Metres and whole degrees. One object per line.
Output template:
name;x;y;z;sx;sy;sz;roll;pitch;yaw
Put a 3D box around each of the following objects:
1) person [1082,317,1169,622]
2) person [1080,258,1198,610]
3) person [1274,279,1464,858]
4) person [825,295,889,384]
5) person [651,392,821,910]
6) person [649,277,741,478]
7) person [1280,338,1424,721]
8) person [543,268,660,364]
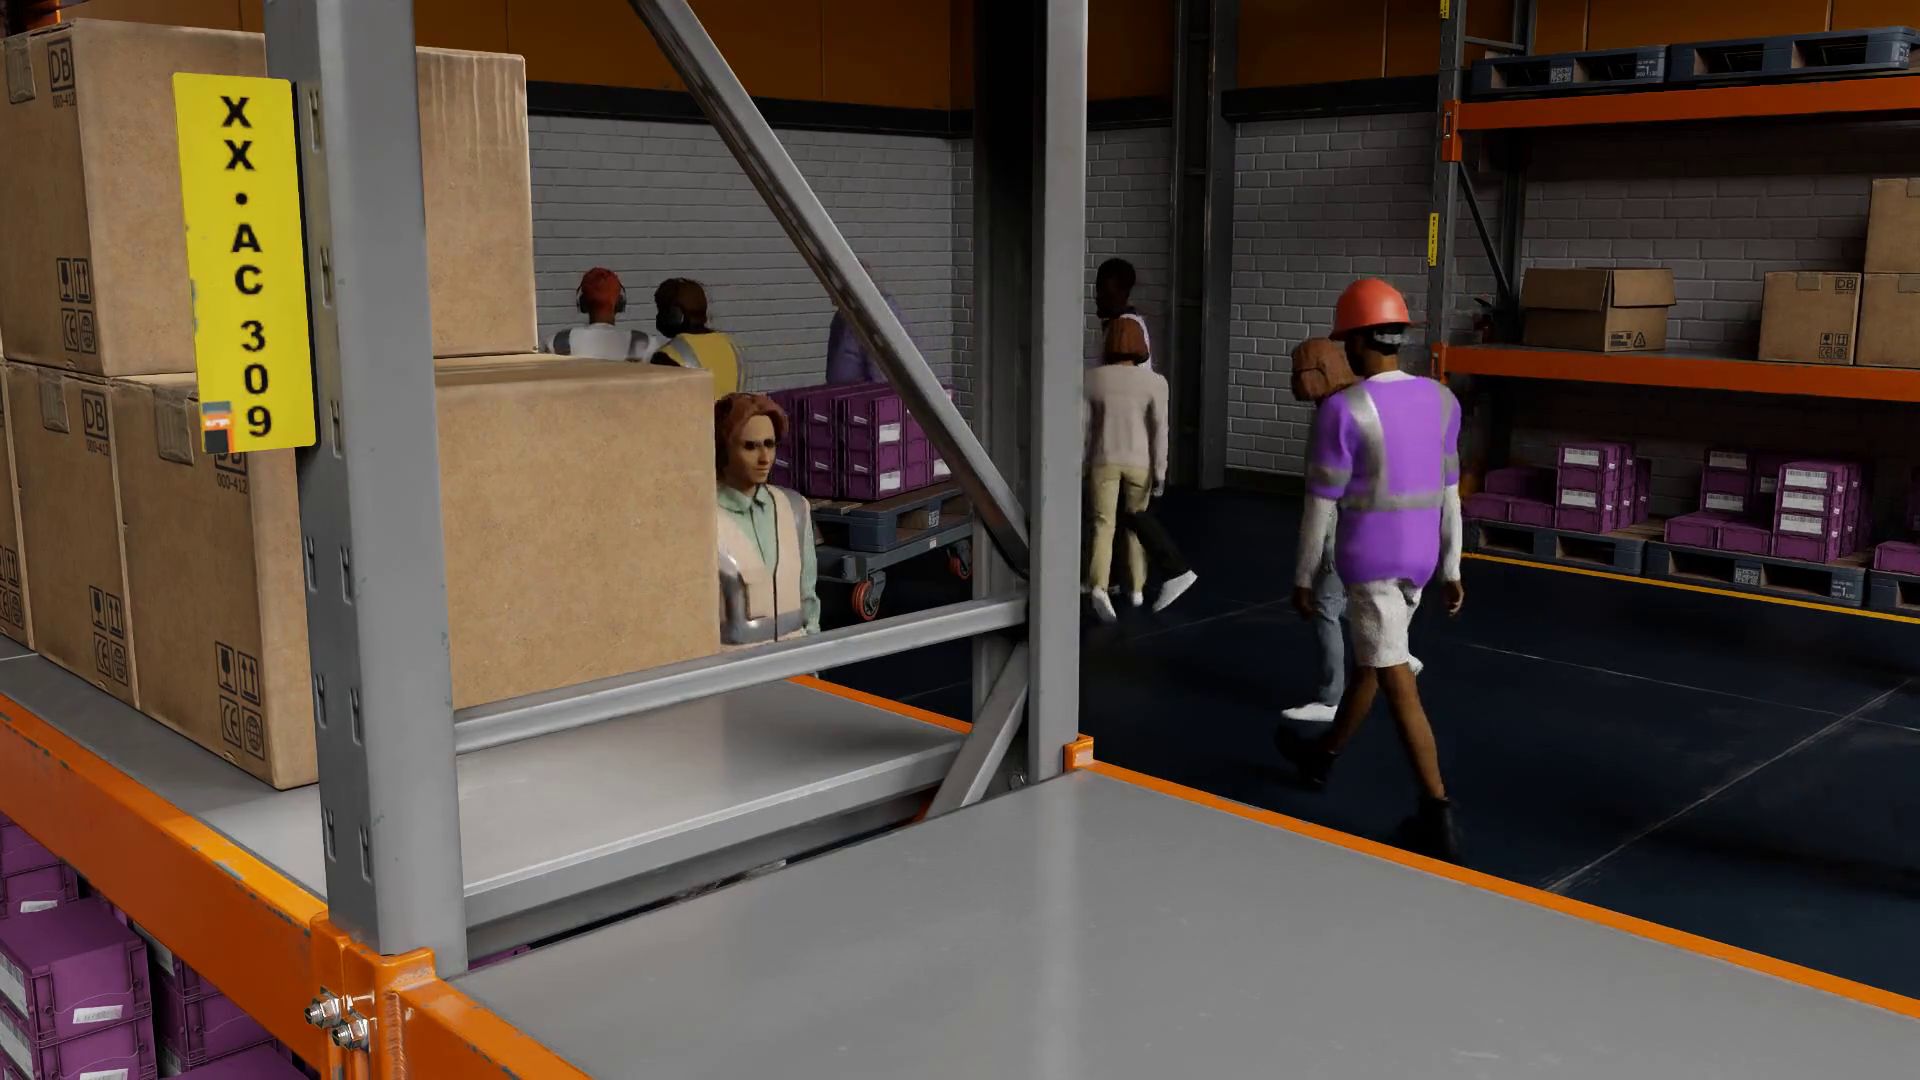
person;0.853;-0.370;8.828;0.492;1.608;0.804;1;10;8
person;0.950;-0.594;9.168;0.689;1.908;0.684;1;10;6
person;1.394;0.065;5.647;0.559;1.869;1.034;-6;12;-28
person;-0.661;-0.866;10.736;0.506;1.878;0.653;-3;11;-17
person;-0.585;0.418;4.407;0.397;1.625;0.517;8;13;38
person;-1.255;-0.304;7.779;0.444;1.828;0.639;5;12;26
person;1.621;-0.028;6.880;0.544;1.610;0.510;3;11;14
person;-1.742;-0.409;8.266;0.578;1.850;0.826;0;10;-2
